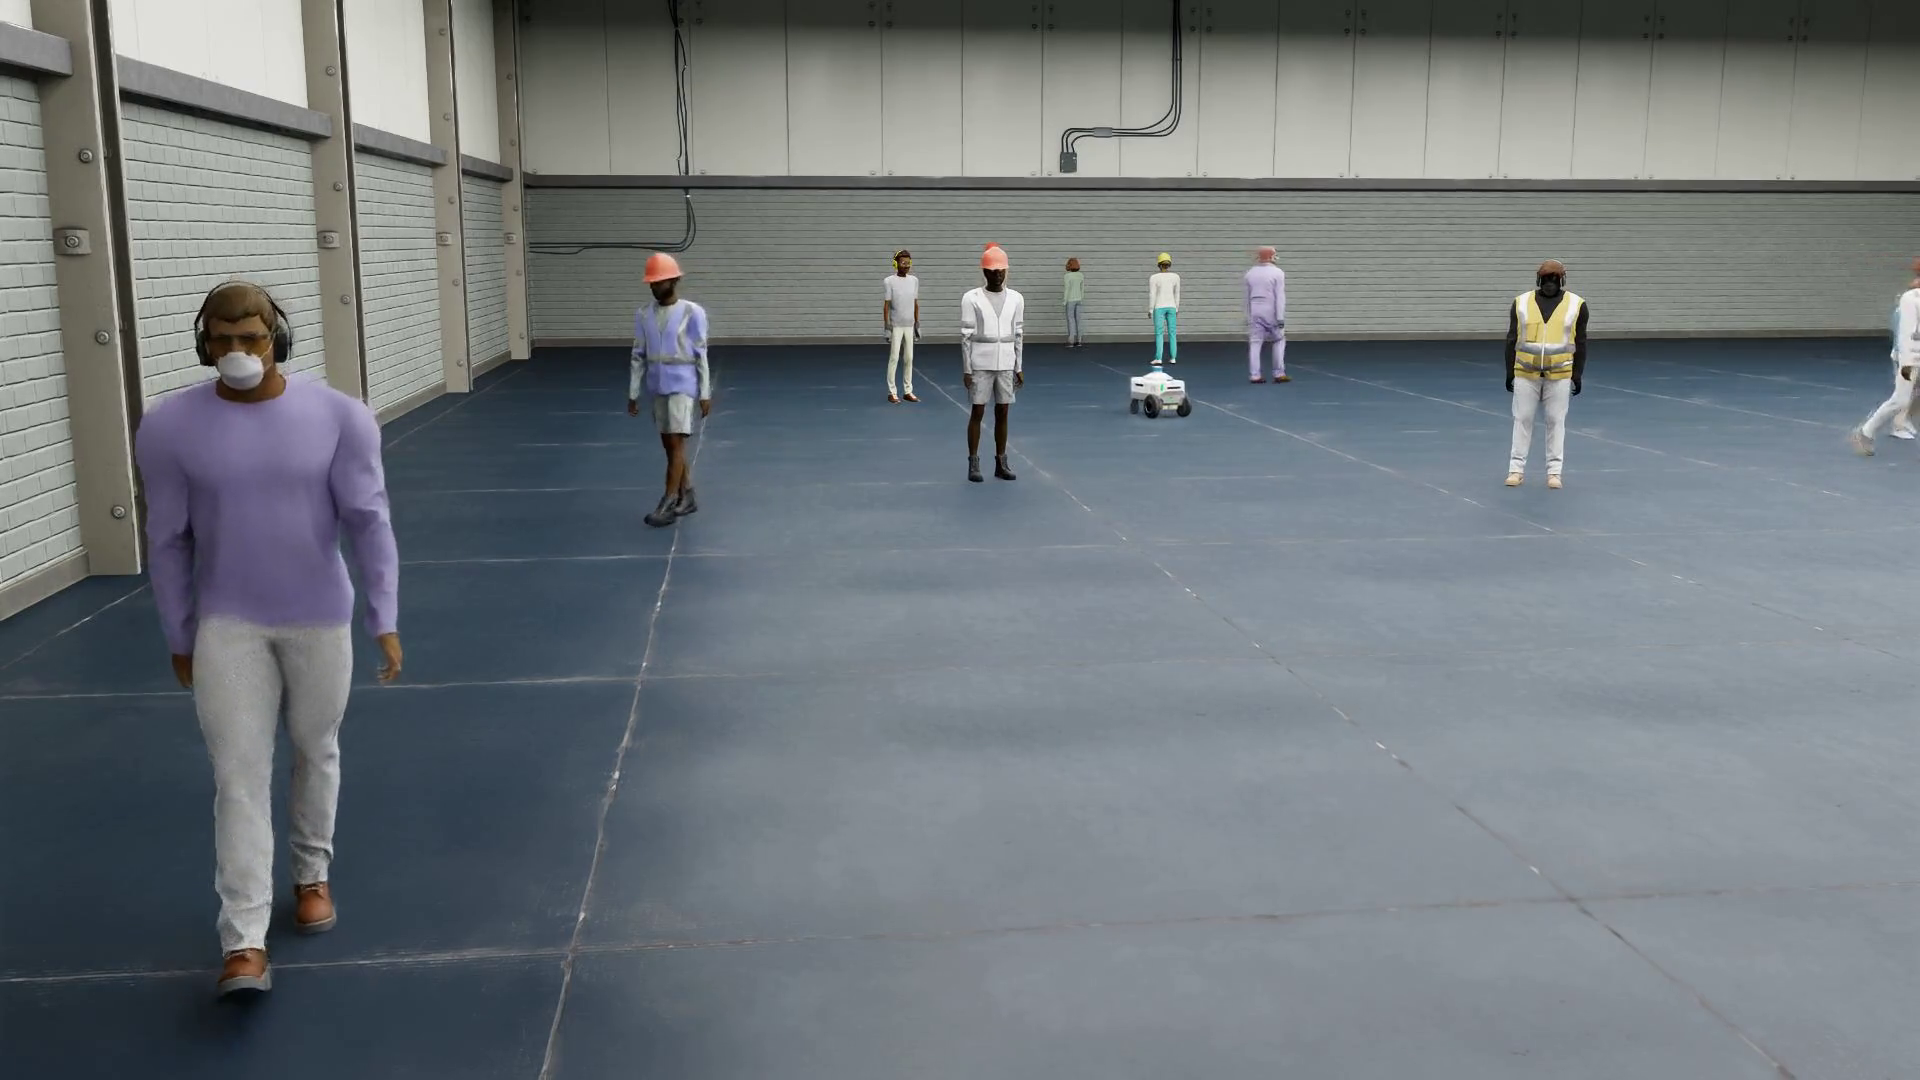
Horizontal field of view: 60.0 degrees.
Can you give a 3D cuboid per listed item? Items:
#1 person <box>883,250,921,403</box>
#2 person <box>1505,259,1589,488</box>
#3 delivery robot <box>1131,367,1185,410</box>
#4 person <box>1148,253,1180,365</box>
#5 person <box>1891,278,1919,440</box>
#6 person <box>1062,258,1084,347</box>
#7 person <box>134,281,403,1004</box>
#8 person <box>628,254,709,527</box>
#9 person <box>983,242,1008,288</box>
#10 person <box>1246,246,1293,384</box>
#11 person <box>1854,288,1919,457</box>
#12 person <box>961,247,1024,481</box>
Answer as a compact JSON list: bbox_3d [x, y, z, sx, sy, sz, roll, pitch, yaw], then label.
[{"bbox_3d":[-0.703,-2.603,20.342,0.516,1.865,0.312,-8,13,-36],"label":"person"},{"bbox_3d":[4.723,-1.337,13.458,0.622,1.842,0.429,4,11,22],"label":"person"},{"bbox_3d":[2.235,-1.721,18.824,0.477,0.478,0.707,-5,11,-24],"label":"delivery robot"},{"bbox_3d":[3.238,-3.666,26.421,0.523,1.769,0.322,-3,11,-16],"label":"person"},{"bbox_3d":[9.509,-1.802,16.583,0.540,1.617,0.379,-3,11,-16],"label":"person"},{"bbox_3d":[2.089,-4.395,30.782,0.507,1.633,0.278,-9,14,-41],"label":"person"},{"bbox_3d":[-1.861,0.260,4.526,0.652,1.891,0.981,-4,11,-20],"label":"person"},{"bbox_3d":[-2.094,-1.069,11.816,0.569,1.899,0.819,4,11,22],"label":"person"},{"bbox_3d":[0.559,-4.006,27.814,0.353,1.939,0.544,9,13,39],"label":"person"},{"bbox_3d":[4.322,-3.112,23.046,0.785,1.881,0.673,-10,14,-43],"label":"person"},{"bbox_3d":[8.597,-1.621,15.000,0.581,1.854,0.886,-3,11,-17],"label":"person"},{"bbox_3d":[0.284,-1.452,13.814,0.547,1.938,0.377,-3,11,-17],"label":"person"}]
